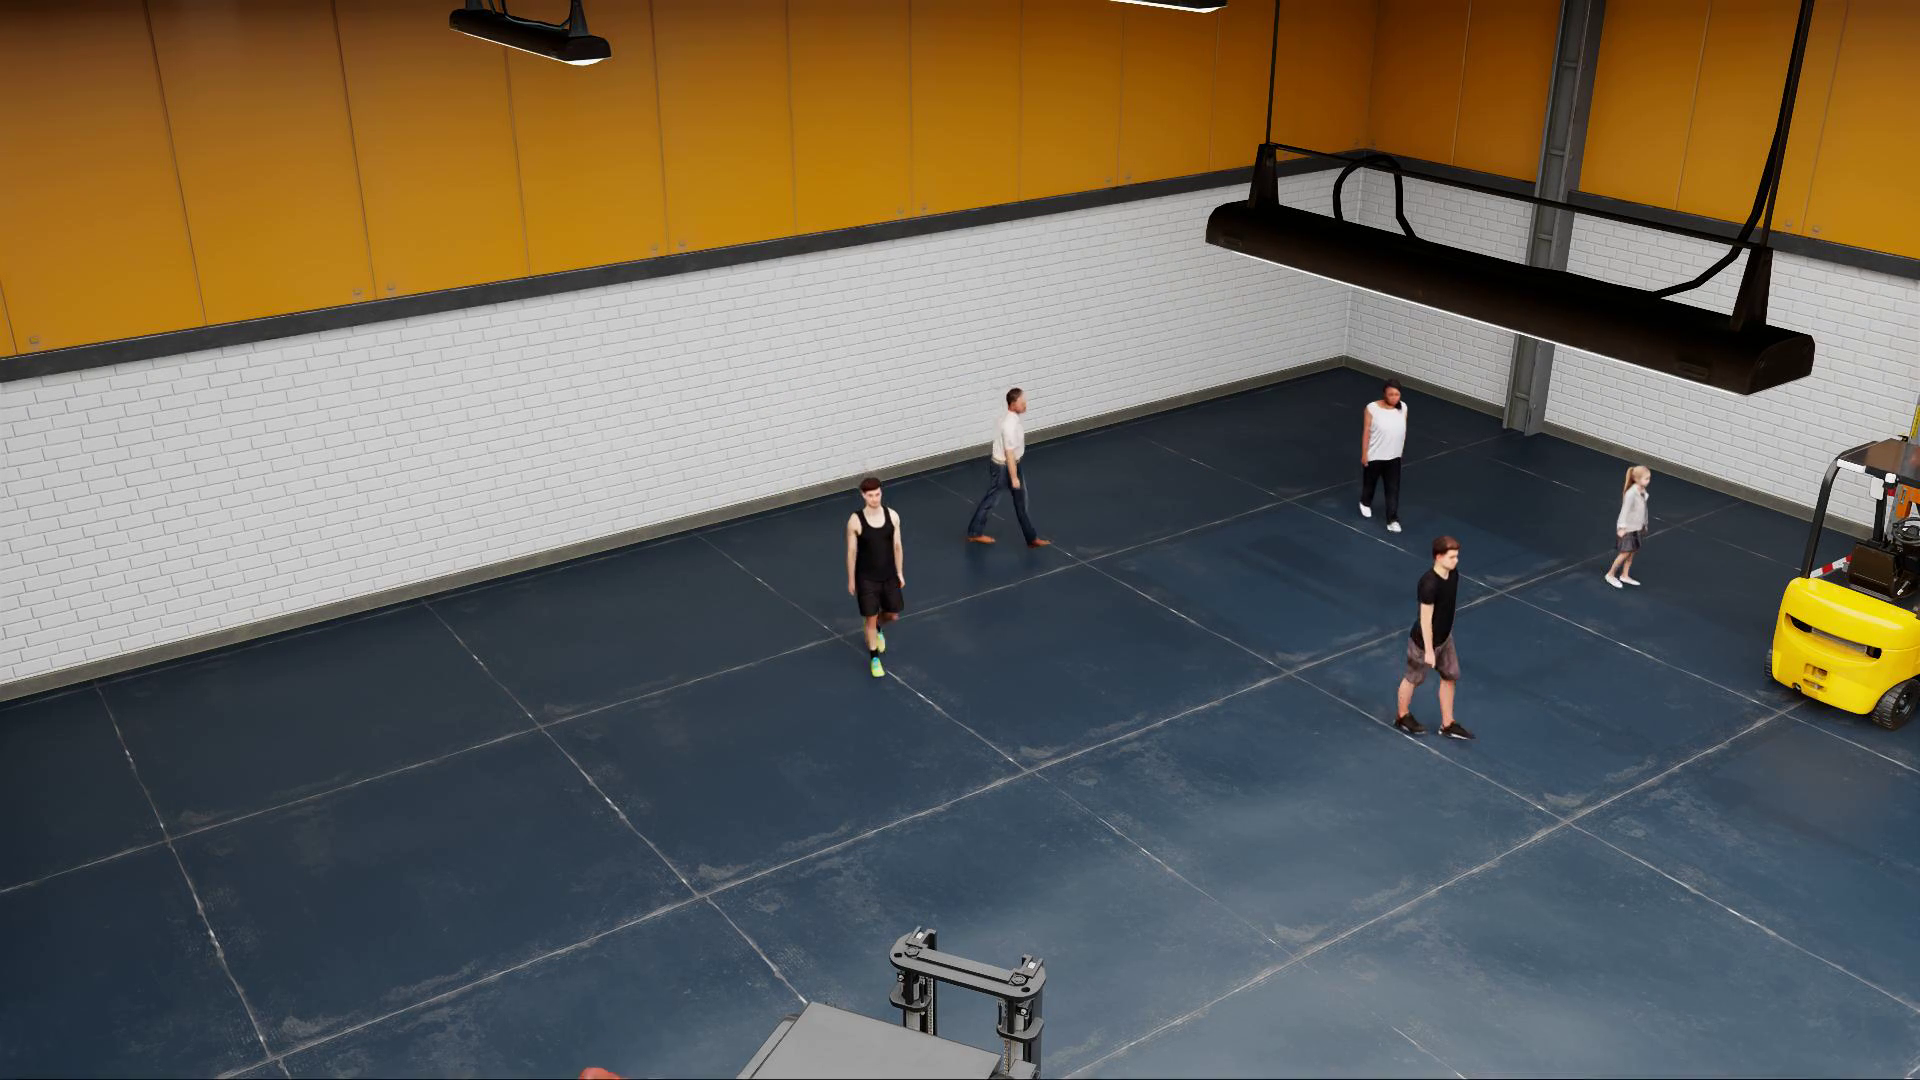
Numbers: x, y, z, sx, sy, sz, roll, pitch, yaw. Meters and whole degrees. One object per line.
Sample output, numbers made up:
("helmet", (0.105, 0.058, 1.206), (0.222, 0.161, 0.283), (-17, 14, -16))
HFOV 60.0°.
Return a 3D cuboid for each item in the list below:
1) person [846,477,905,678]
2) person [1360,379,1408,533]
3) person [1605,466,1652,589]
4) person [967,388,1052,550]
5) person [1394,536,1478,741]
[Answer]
("person", (-0.781, 0.287, 15.010), (0.800, 1.882, 0.908), (-9, 25, -19))
("person", (4.602, -0.961, 18.162), (0.994, 1.645, 1.202), (-3, 24, -7))
("person", (6.737, -0.157, 16.787), (0.542, 1.272, 0.532), (-17, 29, -33))
("person", (0.400, -0.743, 17.472), (1.288, 1.798, 1.122), (5, 24, 12))
("person", (3.868, 0.784, 13.929), (0.995, 1.838, 0.798), (22, 32, 40))
